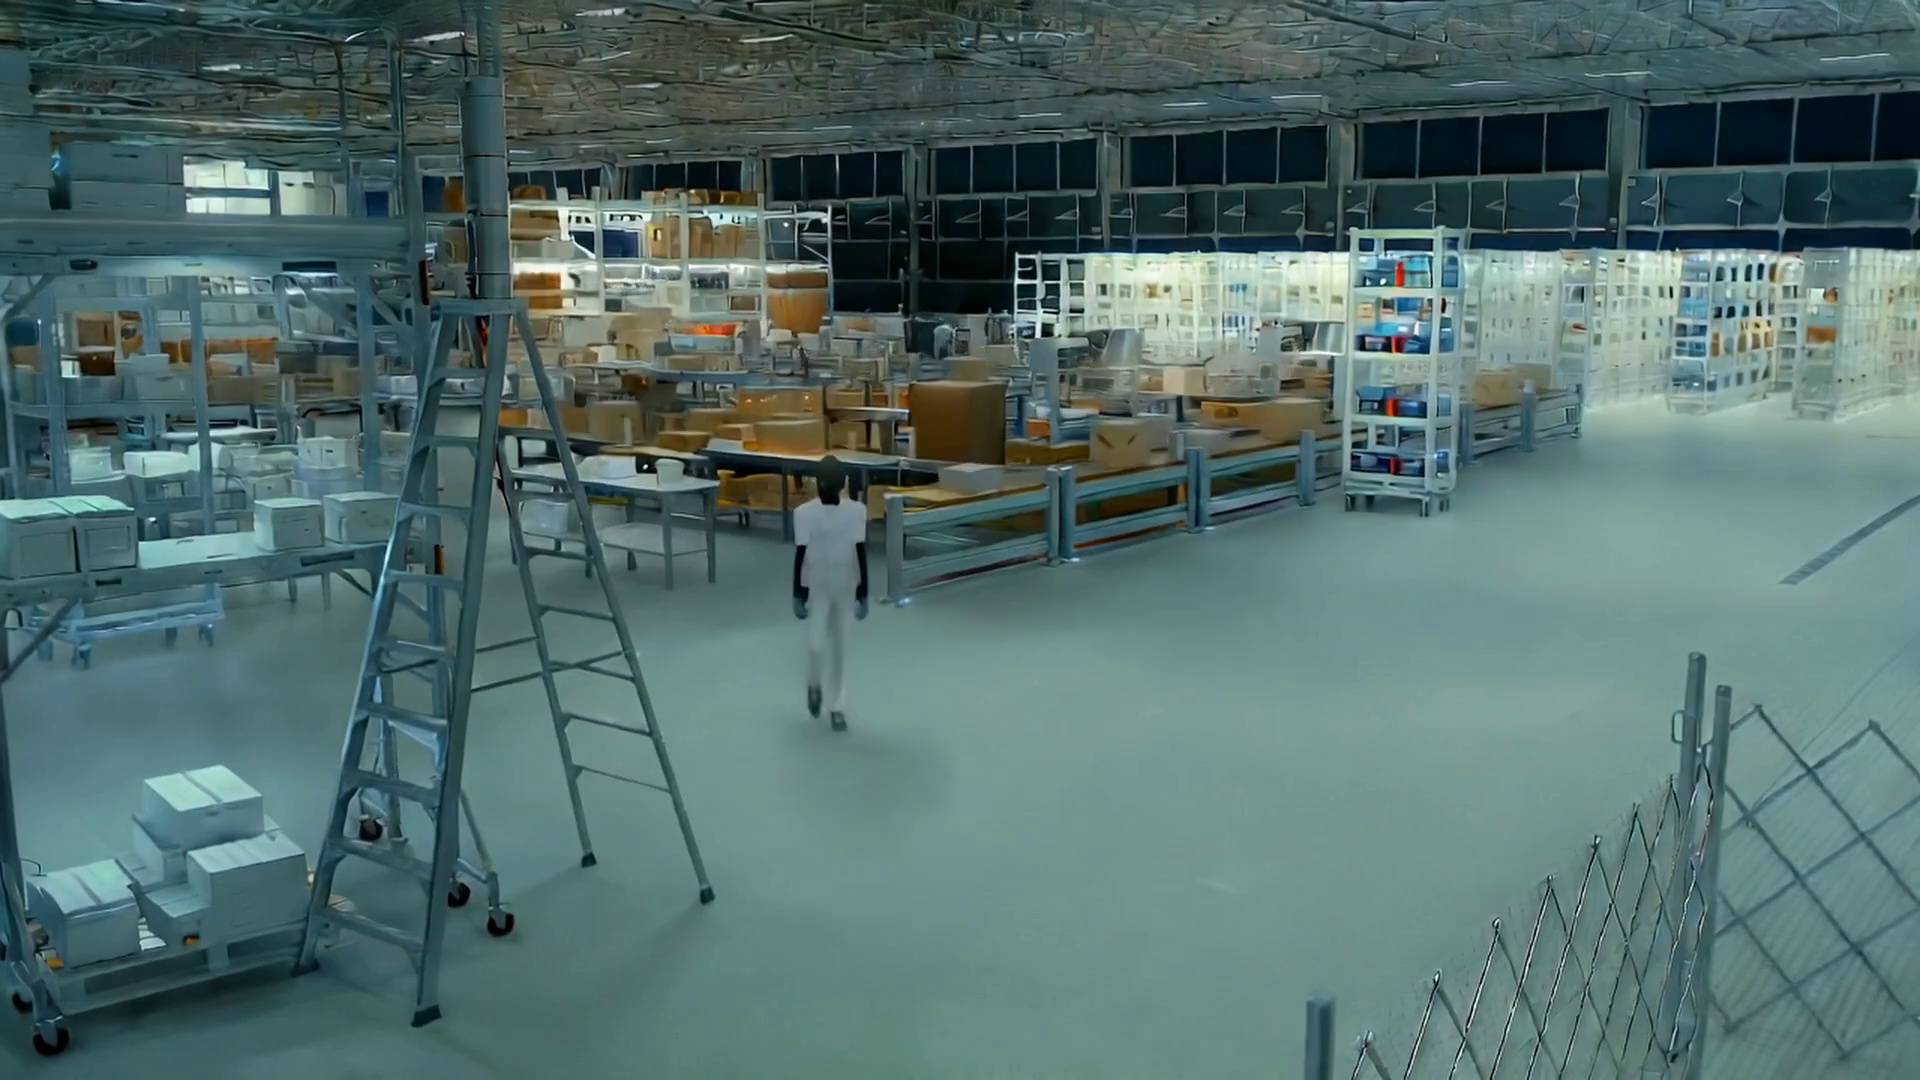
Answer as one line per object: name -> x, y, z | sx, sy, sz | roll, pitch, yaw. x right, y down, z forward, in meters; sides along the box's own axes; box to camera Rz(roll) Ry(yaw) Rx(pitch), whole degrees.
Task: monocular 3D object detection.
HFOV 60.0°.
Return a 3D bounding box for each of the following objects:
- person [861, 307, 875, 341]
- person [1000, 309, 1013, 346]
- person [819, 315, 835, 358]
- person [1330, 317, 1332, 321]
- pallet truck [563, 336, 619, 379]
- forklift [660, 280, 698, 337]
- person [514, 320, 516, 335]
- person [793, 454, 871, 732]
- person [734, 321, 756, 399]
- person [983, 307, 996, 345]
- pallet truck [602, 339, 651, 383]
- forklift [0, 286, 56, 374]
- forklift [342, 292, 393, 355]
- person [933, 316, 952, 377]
person -> -3.587, -8.188, 64.725 | 0.569, 1.730, 0.739 | -1, 9, -7
person -> 1.734, -7.720, 61.802 | 0.482, 1.736, 0.348 | -2, 9, -13
person -> -3.810, -5.547, 47.914 | 0.404, 1.830, 0.599 | -9, 12, -43
person -> 10.938, -5.713, 49.158 | 0.585, 1.780, 0.985 | -4, 10, -24
pallet truck -> -10.690, -5.294, 48.215 | 1.601, 1.201, 0.680 | -5, 10, -26
forklift -> -9.769, -7.504, 56.867 | 1.129, 2.768, 1.873 | 2, 9, 13
person -> -16.117, -7.465, 59.654 | 0.403, 1.906, 0.651 | -4, 10, -24
person -> -0.854, 0.340, 11.119 | 0.511, 1.855, 0.448 | -2, 9, -11
person -> -5.138, -4.316, 40.019 | 0.837, 1.909, 0.649 | 9, 13, 43
person -> 0.998, -7.073, 57.228 | 0.409, 1.903, 0.638 | 4, 10, 22
pallet truck -> -8.991, -4.871, 45.351 | 0.653, 1.274, 1.630 | 7, 11, 37
forklift -> -25.192, -5.524, 44.507 | 1.873, 2.768, 1.129 | 7, 11, 37
forklift -> -16.485, -5.622, 45.120 | 1.129, 2.768, 1.873 | 7, 11, 37
person -> -0.522, -5.666, 48.754 | 0.578, 1.810, 0.916 | -2, 9, -14
